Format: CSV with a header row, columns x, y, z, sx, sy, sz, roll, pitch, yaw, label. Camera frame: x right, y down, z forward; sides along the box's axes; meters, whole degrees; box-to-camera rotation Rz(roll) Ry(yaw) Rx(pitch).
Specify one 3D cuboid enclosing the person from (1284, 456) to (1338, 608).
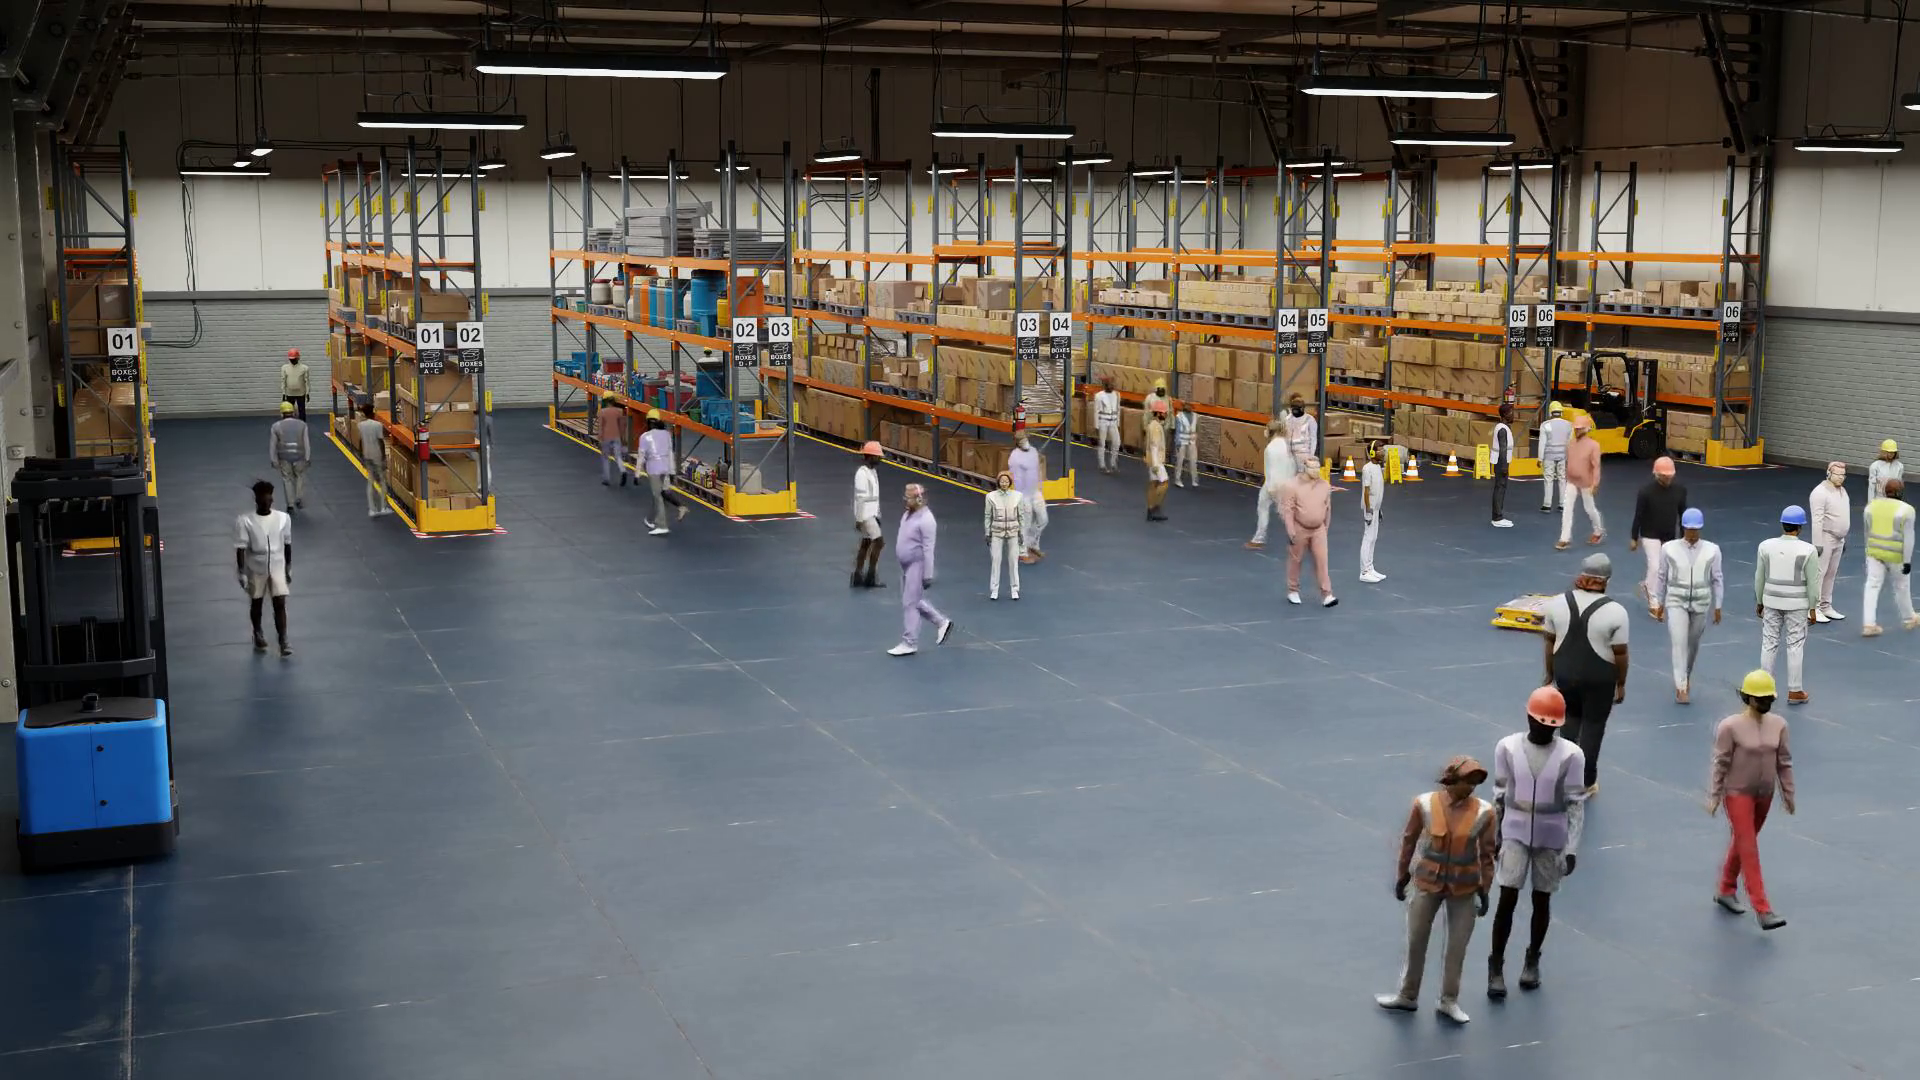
x,y,z,sx,sy,sz,roll,pitch,yaw,label
4.311,-0.095,25.745,0.651,1.861,0.947,-2,9,-12,person

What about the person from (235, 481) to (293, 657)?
x,y,z,sx,sy,sz,roll,pitch,yaw,label
-7.584,0.308,22.876,0.620,1.911,0.996,-5,10,-31,person

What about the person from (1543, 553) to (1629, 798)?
x,y,z,sx,sy,sz,roll,pitch,yaw,label
5.168,1.114,17.219,0.719,2.000,0.540,7,11,40,person

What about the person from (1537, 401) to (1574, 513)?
x,y,z,sx,sy,sz,roll,pitch,yaw,label
9.733,-1.362,34.290,0.597,1.828,0.403,-1,9,-8,person

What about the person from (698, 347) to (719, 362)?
x,y,z,sx,sy,sz,roll,pitch,yaw,label
-6.192,-3.922,51.570,0.523,1.769,0.314,-3,9,-20,person

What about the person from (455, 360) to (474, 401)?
x,y,z,sx,sy,sz,roll,pitch,yaw,label
-10.377,-2.788,43.501,0.585,1.918,0.382,-3,9,-22,person

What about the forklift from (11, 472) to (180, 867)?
x,y,z,sx,sy,sz,roll,pitch,yaw,label
-6.630,0.886,15.957,1.129,2.768,1.873,-3,9,-21,forklift

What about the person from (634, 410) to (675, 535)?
x,y,z,sx,sy,sz,roll,pitch,yaw,label
-4.741,-1.043,32.040,0.912,1.864,0.669,6,11,36,person

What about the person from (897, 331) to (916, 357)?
x,y,z,sx,sy,sz,roll,pitch,yaw,label
-1.463,-4.681,55.929,1.034,1.988,0.598,-5,10,-32,person

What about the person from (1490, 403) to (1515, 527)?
x,y,z,sx,sy,sz,roll,pitch,yaw,label
8.490,-1.181,32.776,0.391,1.922,0.591,2,9,11,person

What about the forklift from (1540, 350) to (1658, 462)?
x,y,z,sx,sy,sz,roll,pitch,yaw,label
12.897,-2.725,42.309,2.313,2.155,1.214,-3,9,-21,forklift

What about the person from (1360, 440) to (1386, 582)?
x,y,z,sx,sy,sz,roll,pitch,yaw,label
5.475,-0.393,27.693,0.328,1.872,0.509,4,10,26,person

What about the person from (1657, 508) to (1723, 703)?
x,y,z,sx,sy,sz,roll,pitch,yaw,label
7.267,0.608,20.890,0.616,1.916,0.939,2,9,10,person

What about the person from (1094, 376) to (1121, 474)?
x,y,z,sx,sy,sz,roll,pitch,yaw,label
2.831,-2.164,39.517,0.615,1.860,0.701,-5,10,-28,person

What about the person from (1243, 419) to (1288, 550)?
x,y,z,sx,sy,sz,roll,pitch,yaw,label
4.590,-0.801,30.287,0.813,1.922,0.644,4,9,24,person

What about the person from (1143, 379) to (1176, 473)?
x,y,z,sx,sy,sz,roll,pitch,yaw,label
3.837,-2.156,39.702,0.621,1.785,0.898,-4,10,-26,person

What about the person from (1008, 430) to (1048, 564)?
x,y,z,sx,sy,sz,roll,pitch,yaw,label
0.932,-0.599,29.013,0.427,1.894,0.739,7,11,40,person

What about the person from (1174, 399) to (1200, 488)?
x,y,z,sx,sy,sz,roll,pitch,yaw,label
4.064,-1.716,37.398,0.535,1.601,0.809,-3,9,-22,person

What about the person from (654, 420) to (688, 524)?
x,y,z,sx,sy,sz,roll,pitch,yaw,label
-4.595,-1.071,32.867,0.552,1.670,0.560,-1,9,-8,person

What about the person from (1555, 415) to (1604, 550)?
x,y,z,sx,sy,sz,roll,pitch,yaw,label
9.103,-0.862,30.553,0.995,1.958,0.625,-7,11,-40,person

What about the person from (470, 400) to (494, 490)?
x,y,z,sx,sy,sz,roll,pitch,yaw,label
-8.517,-1.681,37.141,0.503,1.614,0.561,-3,9,-22,person

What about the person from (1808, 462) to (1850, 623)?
x,y,z,sx,sy,sz,roll,pitch,yaw,label
10.343,0.016,24.867,0.637,1.904,0.403,-7,11,-39,person

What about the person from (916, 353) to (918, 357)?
x,y,z,sx,sy,sz,roll,pitch,yaw,label
-0.971,-4.431,55.401,0.509,1.632,0.267,-8,11,-41,person

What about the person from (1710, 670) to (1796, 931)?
x,y,z,sx,sy,sz,roll,pitch,yaw,label
5.349,1.729,14.009,0.547,1.717,0.877,-2,9,-16,person

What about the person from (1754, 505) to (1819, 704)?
x,y,z,sx,sy,sz,roll,pitch,yaw,label
8.149,0.627,20.636,0.616,1.945,0.398,8,12,42,person

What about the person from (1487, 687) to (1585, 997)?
x,y,z,sx,sy,sz,roll,pitch,yaw,label
3.505,1.828,12.739,0.561,1.907,0.629,3,9,21,person

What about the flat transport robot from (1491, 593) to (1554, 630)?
x,y,z,sx,sy,sz,roll,pitch,yaw,label
6.872,0.848,24.865,0.652,0.197,1.431,6,10,34,flat transport robot

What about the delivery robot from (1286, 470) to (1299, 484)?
x,y,z,sx,sy,sz,roll,pitch,yaw,label
5.766,-0.946,35.575,0.477,0.478,0.707,-7,11,-38,delivery robot

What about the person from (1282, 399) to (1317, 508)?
x,y,z,sx,sy,sz,roll,pitch,yaw,label
5.584,-1.422,34.656,0.632,1.840,0.429,7,11,39,person

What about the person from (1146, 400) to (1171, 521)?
x,y,z,sx,sy,sz,roll,pitch,yaw,label
3.188,-1.254,33.245,0.495,1.923,0.568,1,9,4,person

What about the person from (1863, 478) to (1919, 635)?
x,y,z,sx,sy,sz,roll,pitch,yaw,label
10.743,0.181,24.098,0.931,1.795,0.658,-6,10,-35,person

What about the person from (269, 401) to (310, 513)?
x,y,z,sx,sy,sz,roll,pitch,yaw,label
-11.042,-1.380,34.471,0.626,1.800,0.771,-4,9,-24,person

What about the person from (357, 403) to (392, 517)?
x,y,z,sx,sy,sz,roll,pitch,yaw,label
-9.511,-1.308,33.935,0.554,1.828,0.601,2,9,12,person

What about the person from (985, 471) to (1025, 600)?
x,y,z,sx,sy,sz,roll,pitch,yaw,label
0.560,-0.061,26.285,0.509,1.628,0.319,0,9,-3,person

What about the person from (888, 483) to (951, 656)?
x,y,z,sx,sy,sz,roll,pitch,yaw,label
-0.446,0.307,22.949,0.713,1.888,0.655,-3,9,-21,person

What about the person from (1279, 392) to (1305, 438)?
x,y,z,sx,sy,sz,roll,pitch,yaw,label
5.750,-1.630,36.077,0.535,1.827,0.402,-5,10,-29,person

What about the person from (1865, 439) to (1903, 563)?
x,y,z,sx,sy,sz,roll,pitch,yaw,label
12.836,-0.531,29.036,0.492,1.742,0.319,-1,9,-8,person

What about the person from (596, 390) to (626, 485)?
x,y,z,sx,sy,sz,roll,pitch,yaw,label
-6.264,-1.835,37.719,0.535,1.746,0.728,-5,10,-30,person

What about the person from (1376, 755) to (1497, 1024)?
x,y,z,sx,sy,sz,roll,pitch,yaw,label
2.806,2.047,12.320,0.656,1.608,0.317,2,9,16,person

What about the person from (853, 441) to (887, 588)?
x,y,z,sx,sy,sz,roll,pitch,yaw,label
-1.121,-0.323,27.072,0.649,1.911,0.571,2,9,12,person

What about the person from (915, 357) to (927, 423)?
x,y,z,sx,sy,sz,roll,pitch,yaw,label
-0.863,-3.720,49.880,0.622,1.866,0.454,-3,9,-19,person

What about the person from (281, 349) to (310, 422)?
x,y,z,sx,sy,sz,roll,pitch,yaw,label
-14.661,-3.226,46.206,0.610,1.984,0.400,-1,9,-6,person

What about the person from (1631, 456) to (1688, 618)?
x,y,z,sx,sy,sz,roll,pitch,yaw,label
8.389,-0.066,25.241,0.623,1.955,0.787,-1,9,-9,person
